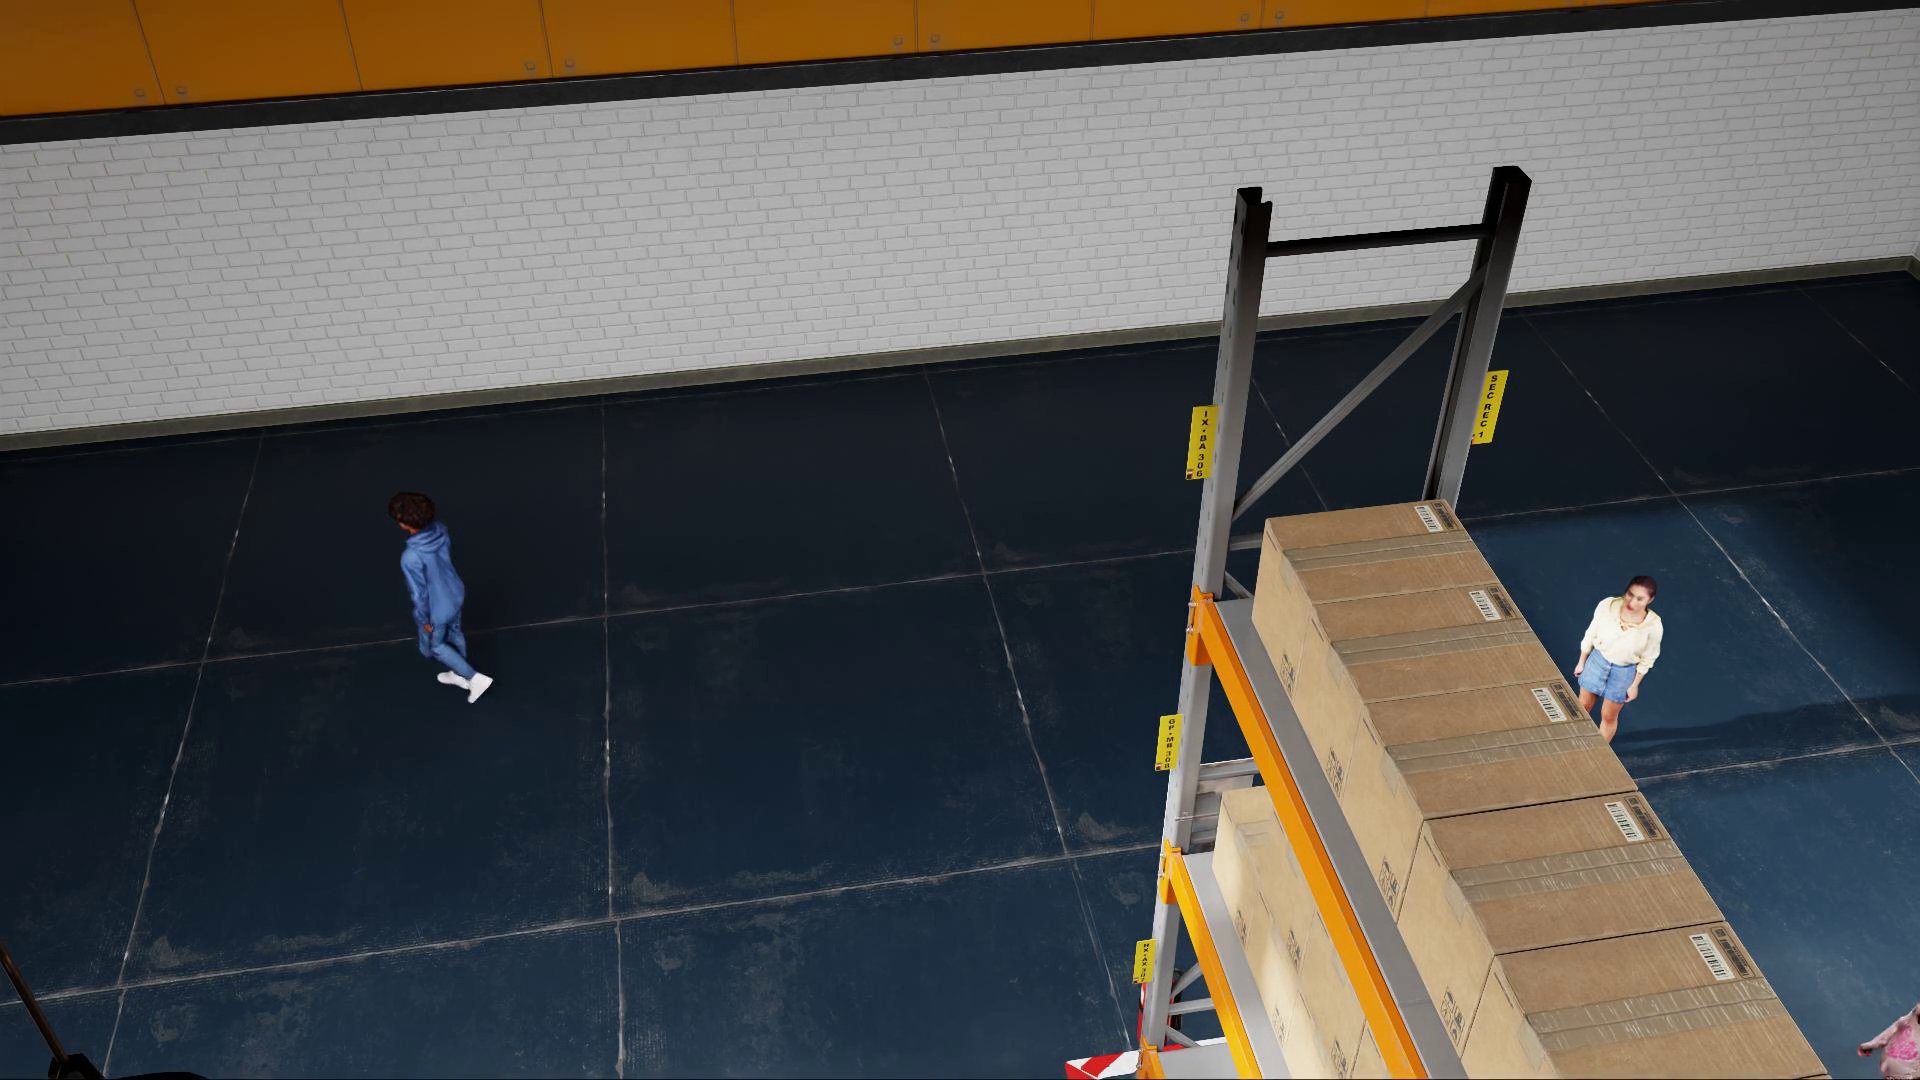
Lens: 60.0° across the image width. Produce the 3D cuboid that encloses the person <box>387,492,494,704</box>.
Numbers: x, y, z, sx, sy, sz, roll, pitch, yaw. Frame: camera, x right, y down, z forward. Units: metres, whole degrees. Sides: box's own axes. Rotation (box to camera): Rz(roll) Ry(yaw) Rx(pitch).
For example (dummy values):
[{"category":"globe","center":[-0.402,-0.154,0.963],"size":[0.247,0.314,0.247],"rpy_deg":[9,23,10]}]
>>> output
[{"category":"person","center":[-3.612,0.425,11.731],"size":[0.935,1.794,0.898],"rpy_deg":[11,40,14]}]

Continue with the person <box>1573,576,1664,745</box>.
[{"category":"person","center":[4.423,0.885,11.285],"size":[0.713,1.630,0.791],"rpy_deg":[28,46,30]}]
